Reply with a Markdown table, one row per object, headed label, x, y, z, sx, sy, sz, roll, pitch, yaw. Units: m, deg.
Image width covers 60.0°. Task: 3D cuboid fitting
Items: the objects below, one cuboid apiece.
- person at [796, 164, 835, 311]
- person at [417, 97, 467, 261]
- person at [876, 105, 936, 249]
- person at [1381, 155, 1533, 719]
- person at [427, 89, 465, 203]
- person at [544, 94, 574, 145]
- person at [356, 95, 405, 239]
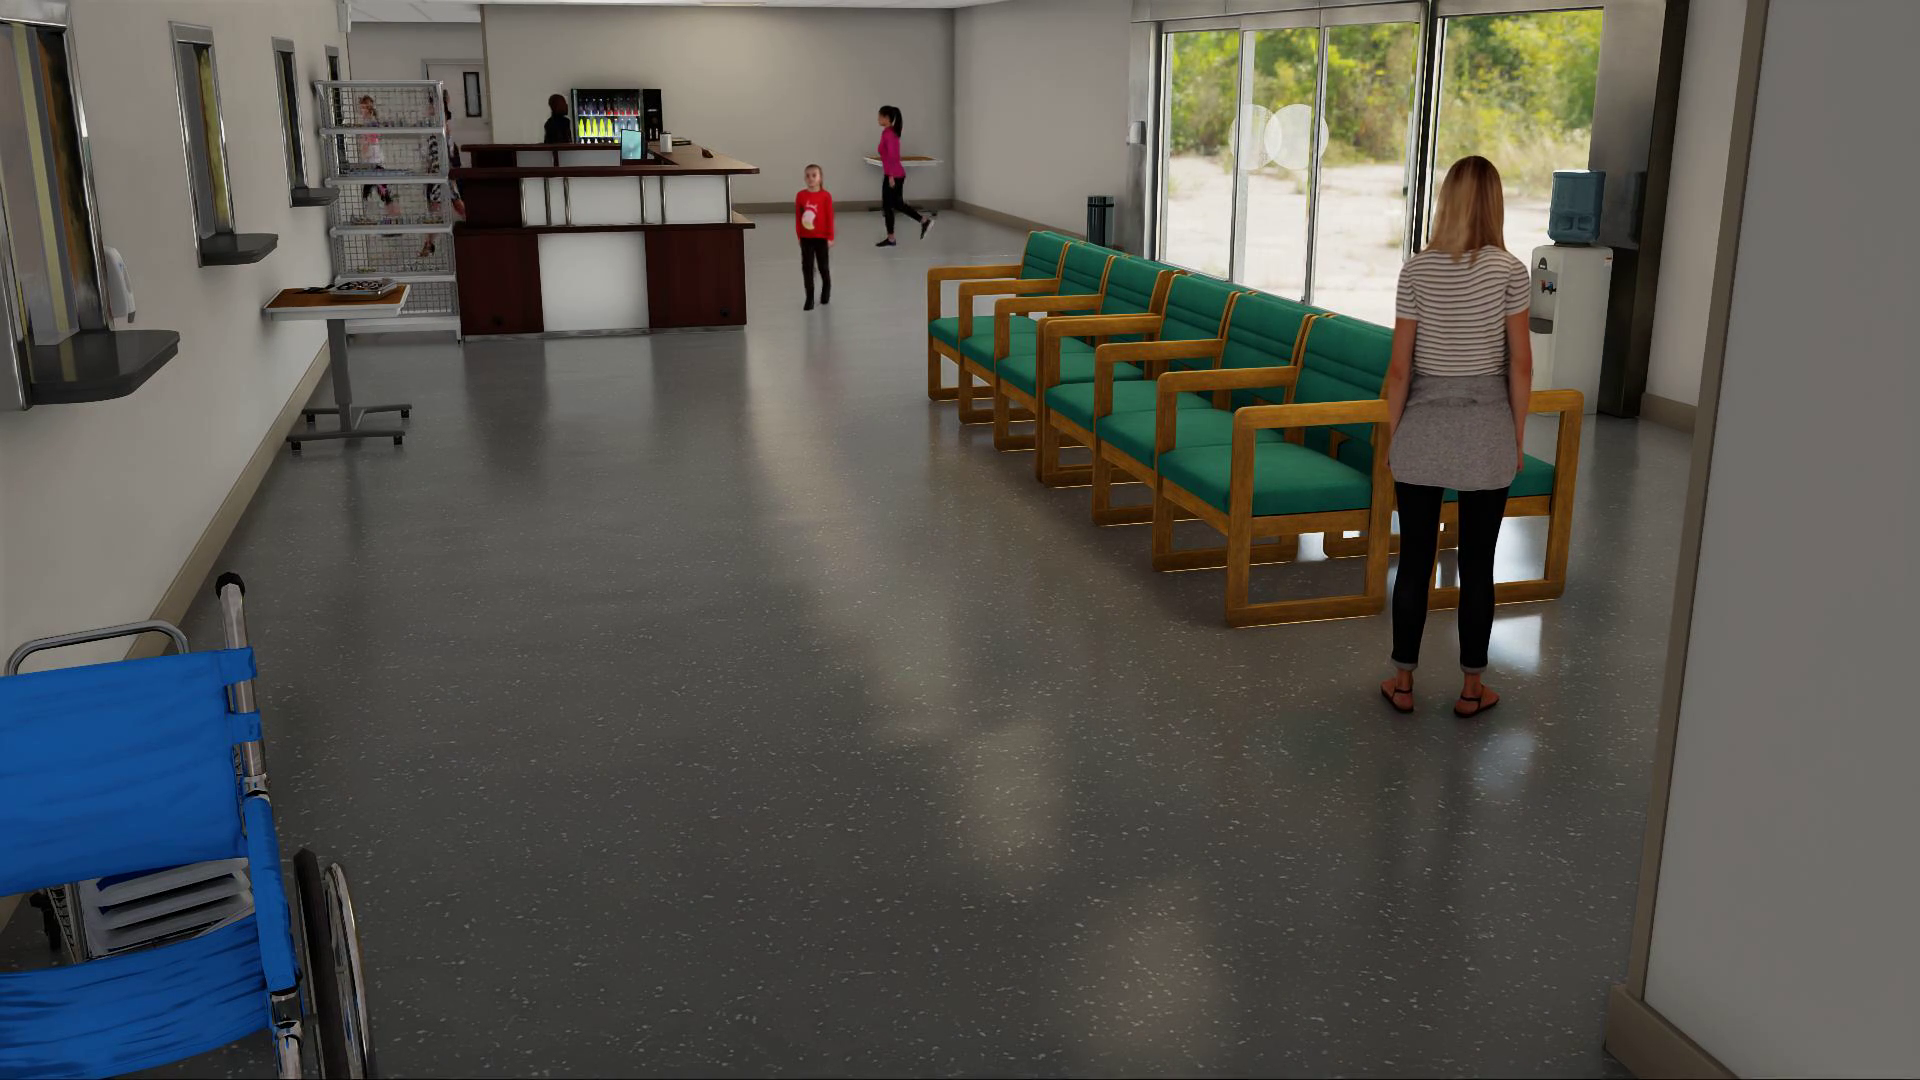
| label | x | y | z | sx | sy | sz | roll | pitch | yaw |
| --- | --- | --- | --- | --- | --- | --- | --- | --- | --- |
| person | -1.290 | -2.708 | 14.913 | 0.865 | 1.264 | 0.737 | 1 | 16 | 4 |
| person | -5.677 | -4.026 | 18.646 | 1.109 | 1.775 | 0.688 | -6 | 17 | -21 |
| person | -0.696 | -4.328 | 19.910 | 1.016 | 1.671 | 0.790 | 0 | 16 | 1 |
| person | 1.602 | -0.314 | 5.388 | 0.637 | 1.825 | 0.735 | 5 | 17 | 18 |
| person | -8.267 | -6.232 | 26.462 | 1.203 | 1.779 | 1.213 | 8 | 17 | 25 |
| person | -4.834 | -4.360 | 19.771 | 0.728 | 1.807 | 0.695 | -4 | 16 | -14 |
| person | -7.275 | -4.665 | 20.949 | 0.948 | 1.756 | 0.648 | -6 | 17 | -19 |
